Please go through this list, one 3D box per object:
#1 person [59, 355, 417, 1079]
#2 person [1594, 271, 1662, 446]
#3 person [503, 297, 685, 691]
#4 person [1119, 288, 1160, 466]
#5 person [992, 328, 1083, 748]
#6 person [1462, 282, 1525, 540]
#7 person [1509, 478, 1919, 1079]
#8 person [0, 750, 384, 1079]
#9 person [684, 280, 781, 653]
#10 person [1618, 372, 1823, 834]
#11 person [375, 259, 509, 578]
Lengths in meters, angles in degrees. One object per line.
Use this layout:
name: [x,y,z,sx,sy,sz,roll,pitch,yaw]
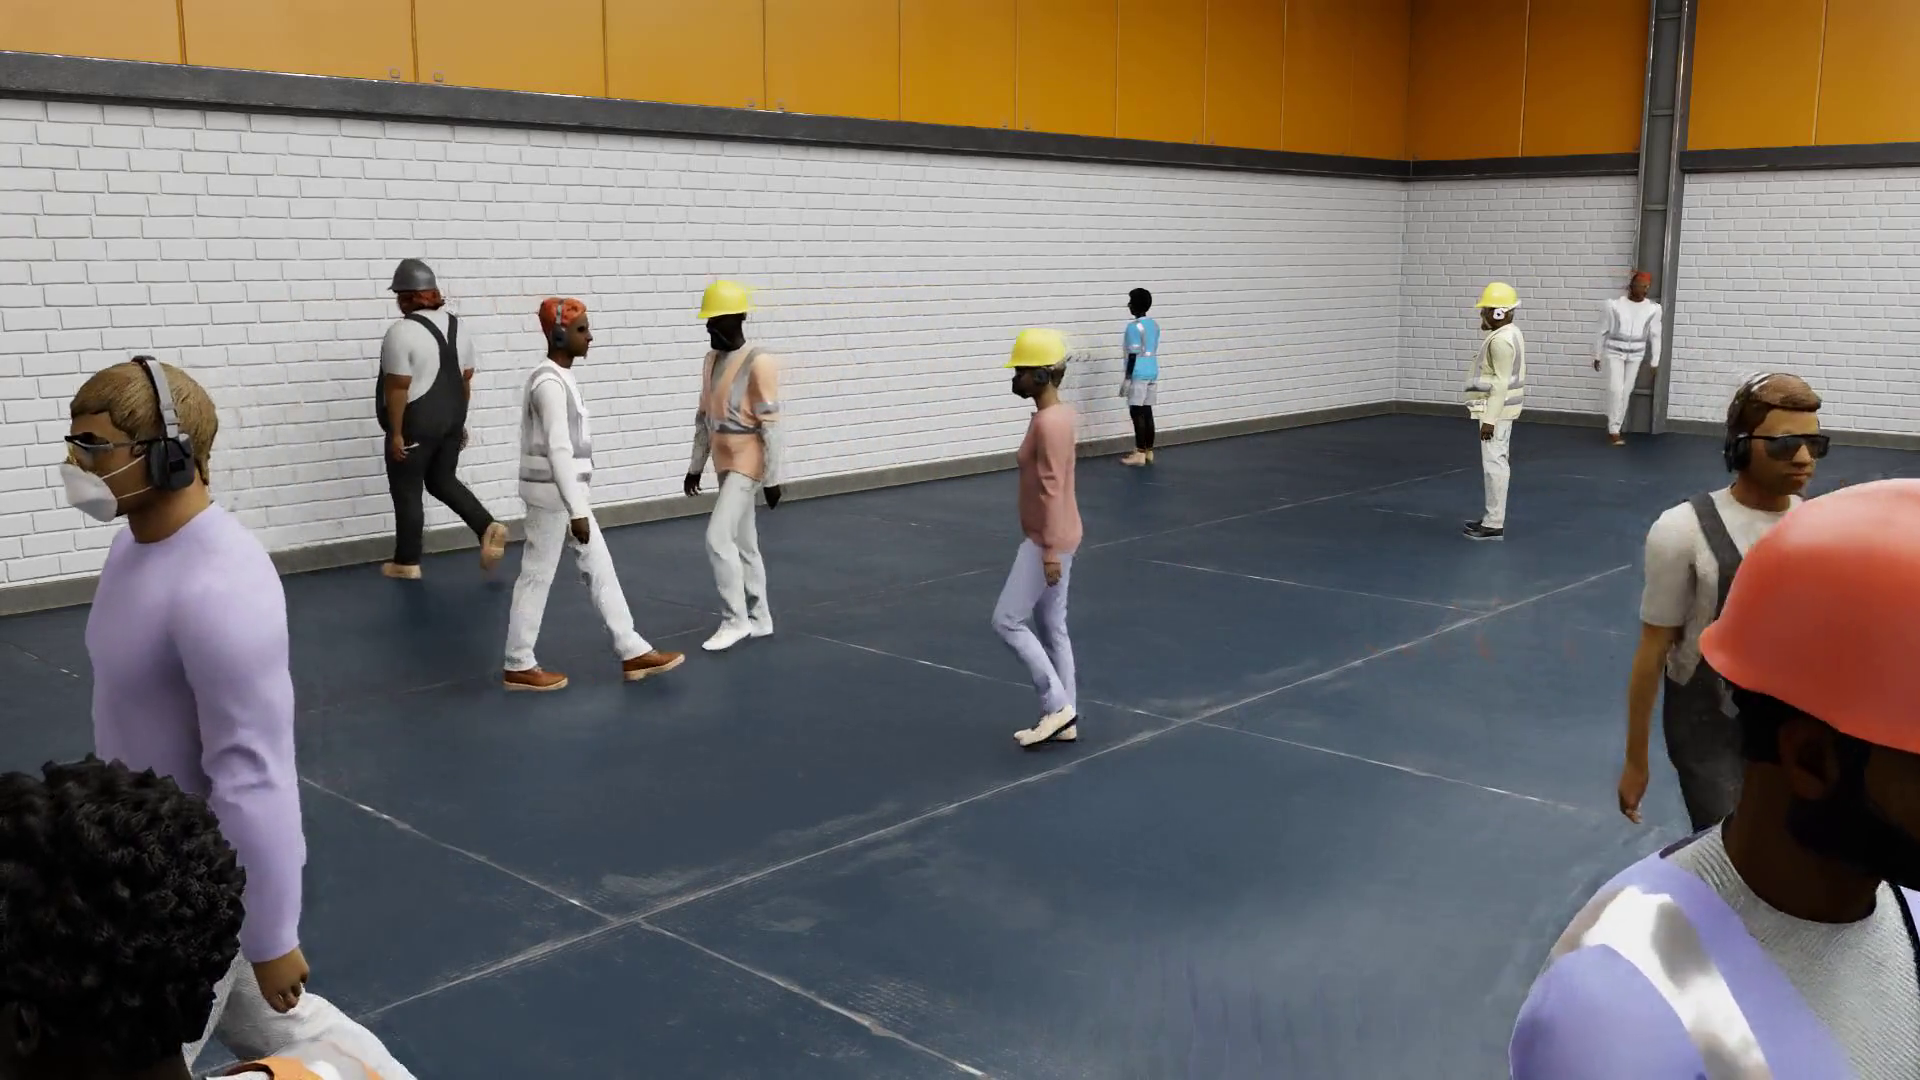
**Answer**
person: [-1.343,0.602,3.069,0.986,1.906,0.634,-6,12,-32]
person: [7.006,-1.898,17.457,0.600,1.834,0.690,1,10,7]
person: [-1.739,-0.194,7.744,0.936,1.839,0.597,-1,10,-6]
person: [1.719,-1.558,15.918,0.321,1.699,0.582,6,12,31]
person: [0.326,0.006,6.862,0.392,1.750,0.550,1,10,5]
person: [3.805,-0.914,11.875,0.404,1.835,0.590,4,11,21]
person: [0.671,0.862,1.568,0.559,1.901,0.619,-6,12,-32]
person: [-0.629,1.002,1.383,0.321,1.691,0.532,3,10,16]
person: [-1.231,-0.378,8.610,0.633,1.907,0.598,-6,12,-31]
person: [1.861,0.494,3.975,0.525,1.801,0.957,-2,10,-12]
person: [-3.289,-0.754,10.376,0.766,2.000,0.692,4,11,23]
